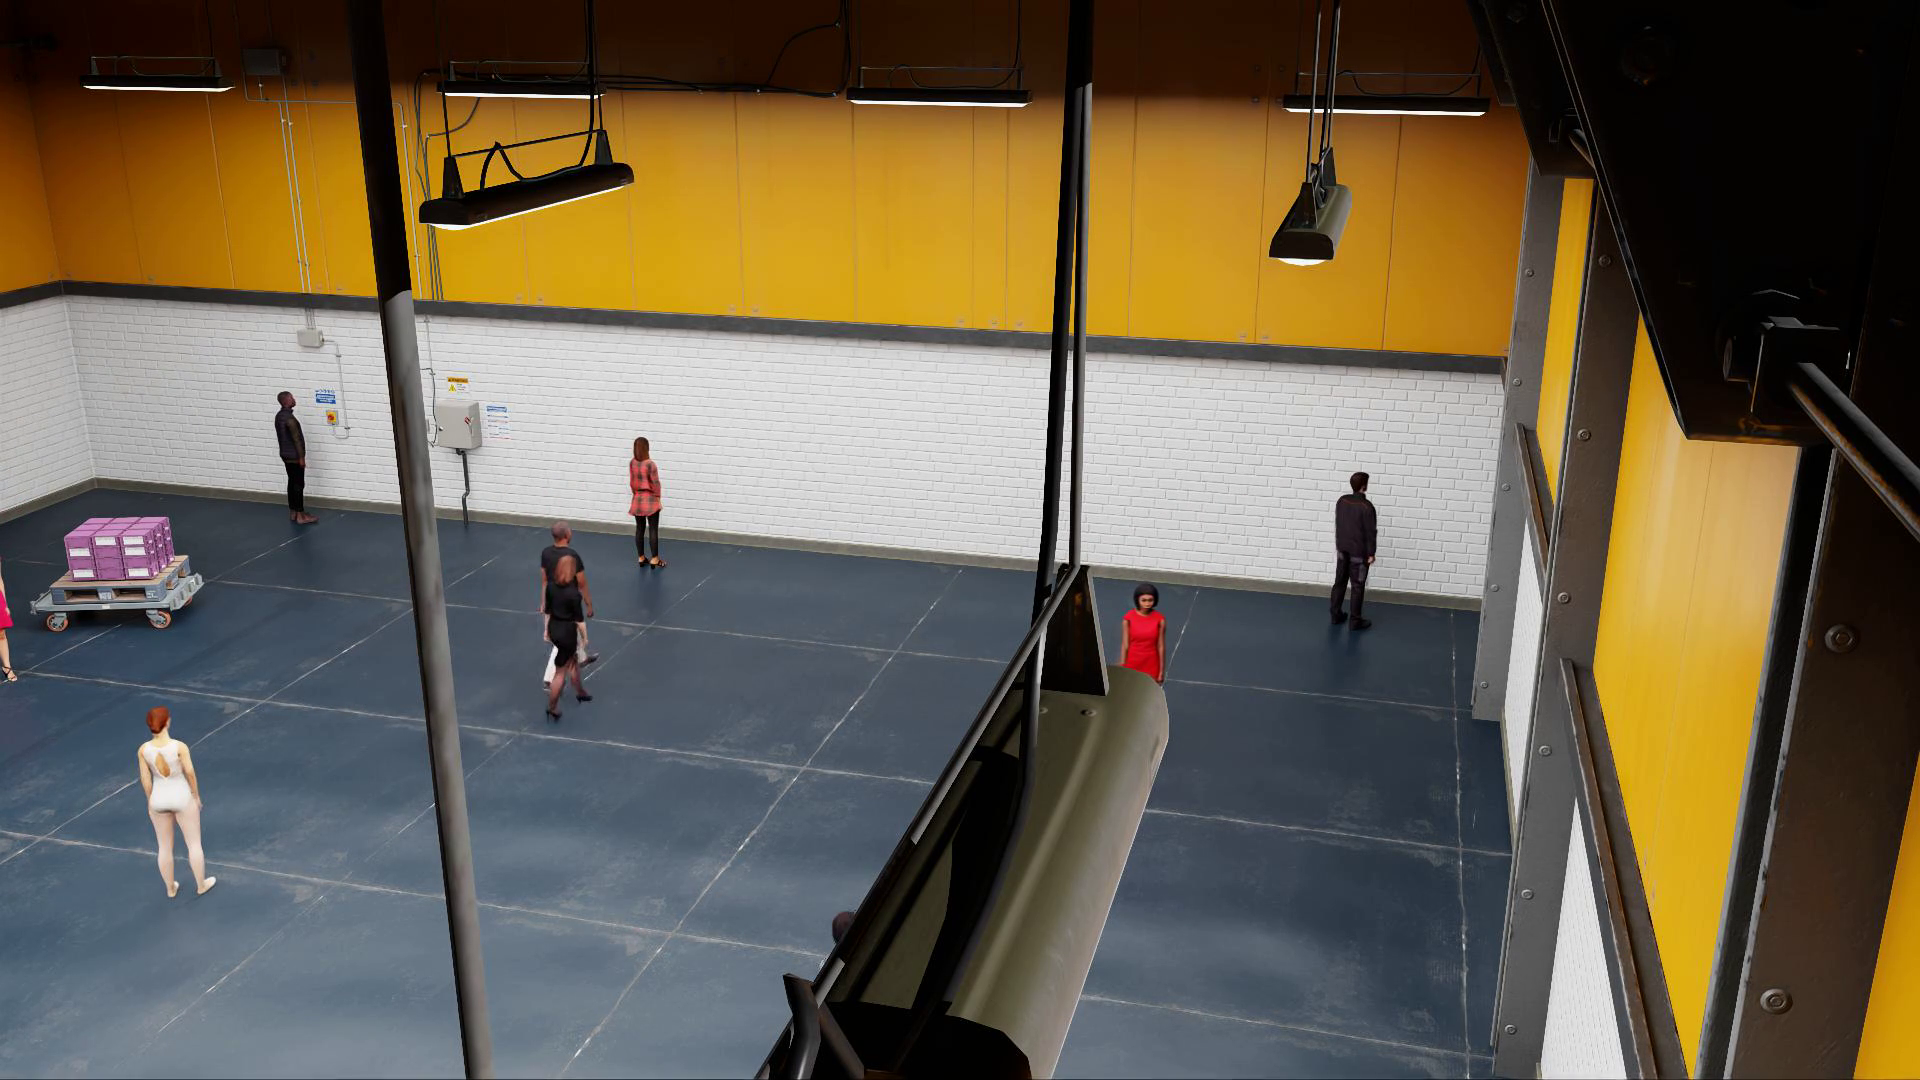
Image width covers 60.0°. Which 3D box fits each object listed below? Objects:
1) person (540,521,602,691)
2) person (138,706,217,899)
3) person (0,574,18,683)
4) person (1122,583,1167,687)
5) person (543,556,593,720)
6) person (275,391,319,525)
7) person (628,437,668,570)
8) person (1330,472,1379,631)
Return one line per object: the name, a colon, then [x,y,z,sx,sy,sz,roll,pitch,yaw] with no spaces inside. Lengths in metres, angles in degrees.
person: [-4.177,0.726,17.331,0.890,1.749,1.313,10,21,27]
person: [-6.348,2.107,13.398,0.616,1.643,0.598,-3,19,-9]
person: [-10.235,0.689,17.475,0.631,1.728,0.724,-17,25,-41]
person: [1.736,1.233,15.840,0.599,1.742,0.550,2,19,5]
person: [-4.015,1.018,16.591,0.772,1.668,0.931,12,22,31]
person: [-9.122,-1.140,22.737,0.783,1.836,0.778,-16,24,-39]
person: [-3.964,-0.479,20.983,0.666,1.703,0.638,11,21,28]
person: [4.496,0.109,19.025,0.813,1.838,0.799,-14,23,-36]
